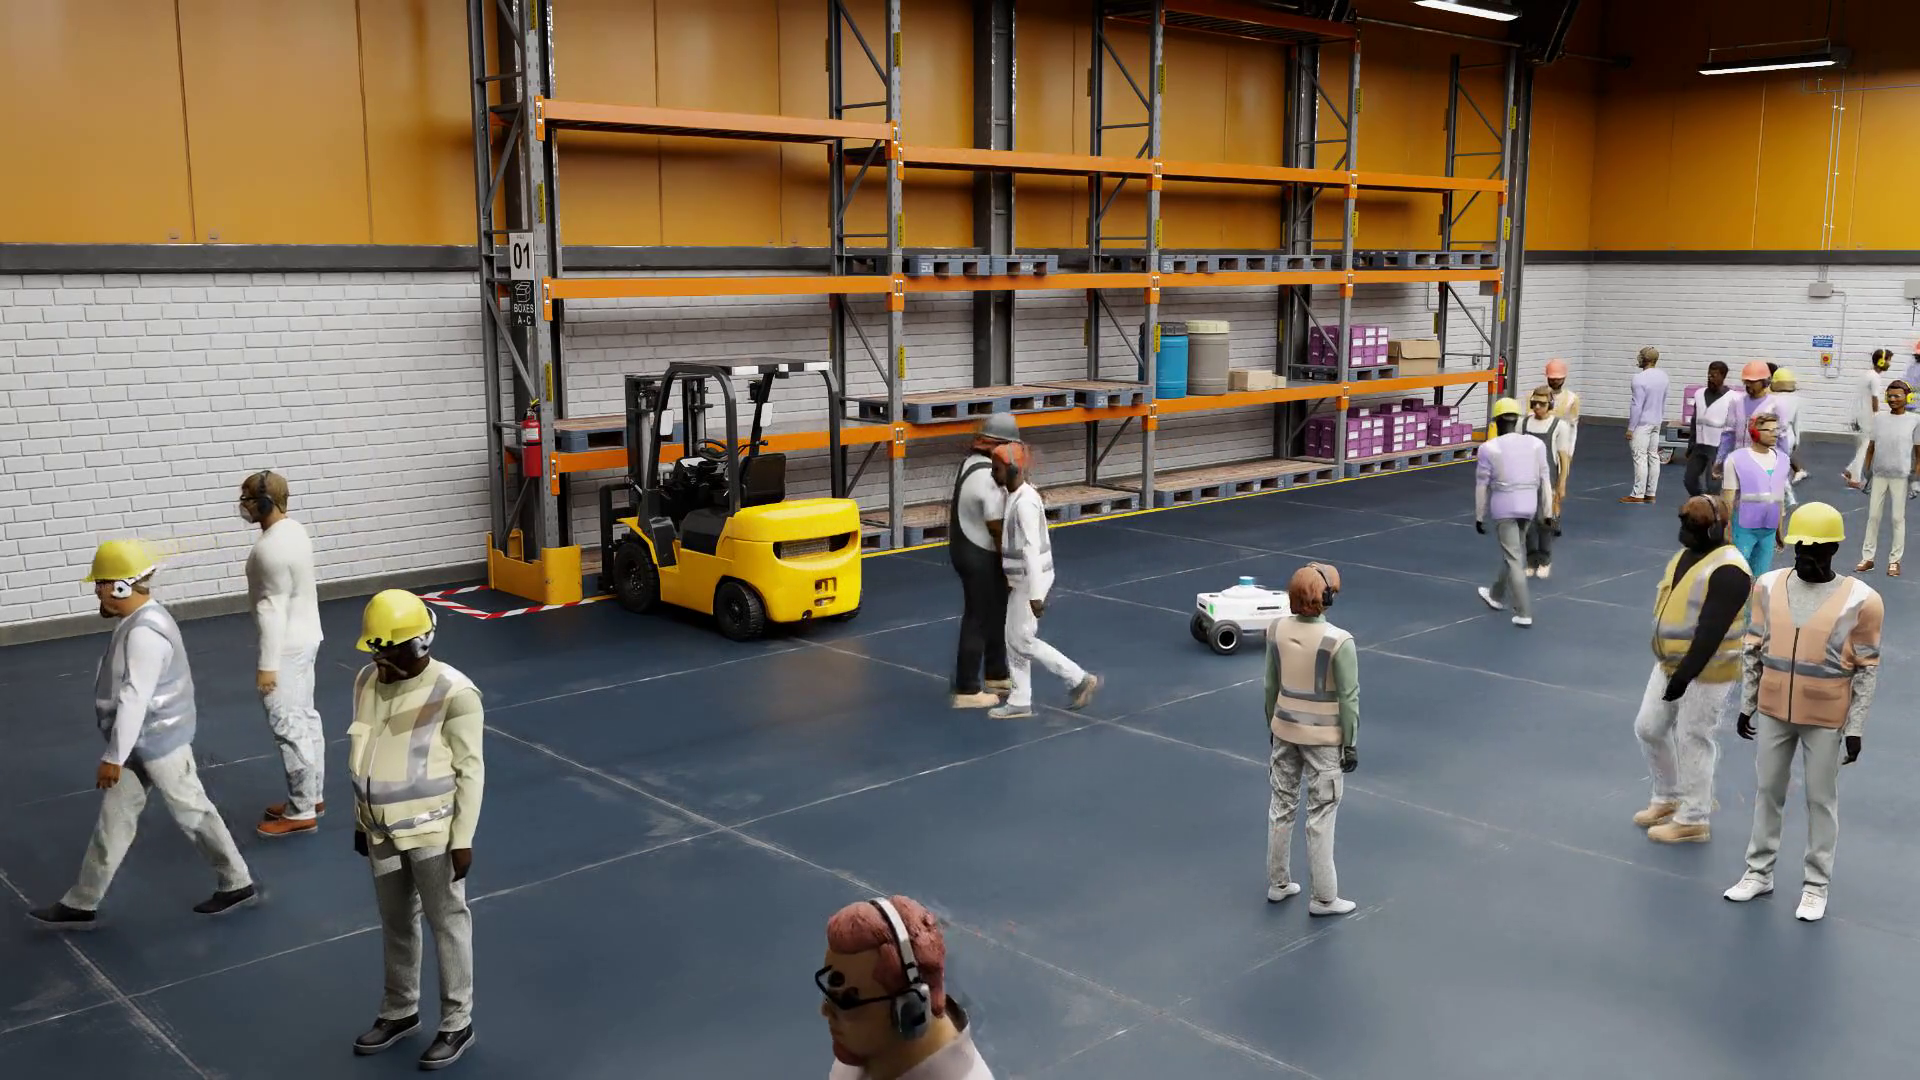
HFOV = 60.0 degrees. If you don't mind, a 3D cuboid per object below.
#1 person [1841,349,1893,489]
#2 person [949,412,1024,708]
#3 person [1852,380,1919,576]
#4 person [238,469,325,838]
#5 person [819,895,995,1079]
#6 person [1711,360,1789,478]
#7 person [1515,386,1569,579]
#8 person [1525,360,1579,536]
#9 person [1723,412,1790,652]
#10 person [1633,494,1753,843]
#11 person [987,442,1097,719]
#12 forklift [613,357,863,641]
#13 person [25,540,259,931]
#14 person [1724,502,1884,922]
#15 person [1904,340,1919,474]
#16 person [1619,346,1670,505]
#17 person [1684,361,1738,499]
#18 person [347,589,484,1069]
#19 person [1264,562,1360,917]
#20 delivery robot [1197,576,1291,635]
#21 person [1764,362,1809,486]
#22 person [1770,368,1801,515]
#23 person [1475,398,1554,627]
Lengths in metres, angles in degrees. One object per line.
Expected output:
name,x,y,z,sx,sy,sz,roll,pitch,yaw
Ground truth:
person,11.809,-1.560,21.590,0.401,1.844,0.510,4,11,24
person,0.262,0.123,11.160,0.693,2.000,0.704,-2,10,-11
person,8.868,-0.587,15.847,0.331,1.862,0.519,-9,13,-43
person,-3.561,0.588,8.775,0.378,1.932,0.640,-2,10,-11
person,-0.215,1.574,3.079,0.658,1.889,0.680,-3,10,-18
person,7.777,-0.770,16.477,0.844,2.010,0.626,-5,11,-25
person,5.402,-0.531,15.629,0.506,1.830,0.484,10,14,44
person,6.432,-0.996,18.124,0.567,1.899,0.922,3,10,16
person,6.115,-0.070,12.843,0.569,1.849,0.384,-3,10,-18
person,3.741,0.667,8.586,0.528,1.825,0.639,-1,10,-4
person,0.511,0.276,10.825,0.630,1.860,0.582,-1,10,-5
forklift,-1.847,-0.414,13.852,1.214,2.155,2.313,-9,13,-42
person,-3.691,0.885,7.469,0.945,1.779,0.596,-7,12,-34
person,3.875,0.779,7.652,0.366,1.927,0.585,-8,13,-41
person,13.392,-1.868,23.264,0.383,1.893,0.668,0,10,1
person,8.376,-1.395,20.345,0.635,1.939,0.366,-7,12,-34
person,8.179,-1.002,18.129,0.479,1.909,0.646,-4,11,-24
person,-2.064,1.071,6.249,0.586,1.822,0.403,5,11,25
person,1.614,0.916,7.677,0.308,1.645,0.514,-8,13,-40
delivery robot,2.209,0.526,12.867,0.707,0.478,0.477,-2,10,-11
person,10.695,-1.491,21.724,0.564,1.655,0.778,-9,13,-43
person,9.614,-1.150,19.538,0.491,1.727,0.374,-5,11,-29
person,4.579,-0.251,13.872,0.628,1.853,0.952,-2,10,-13
